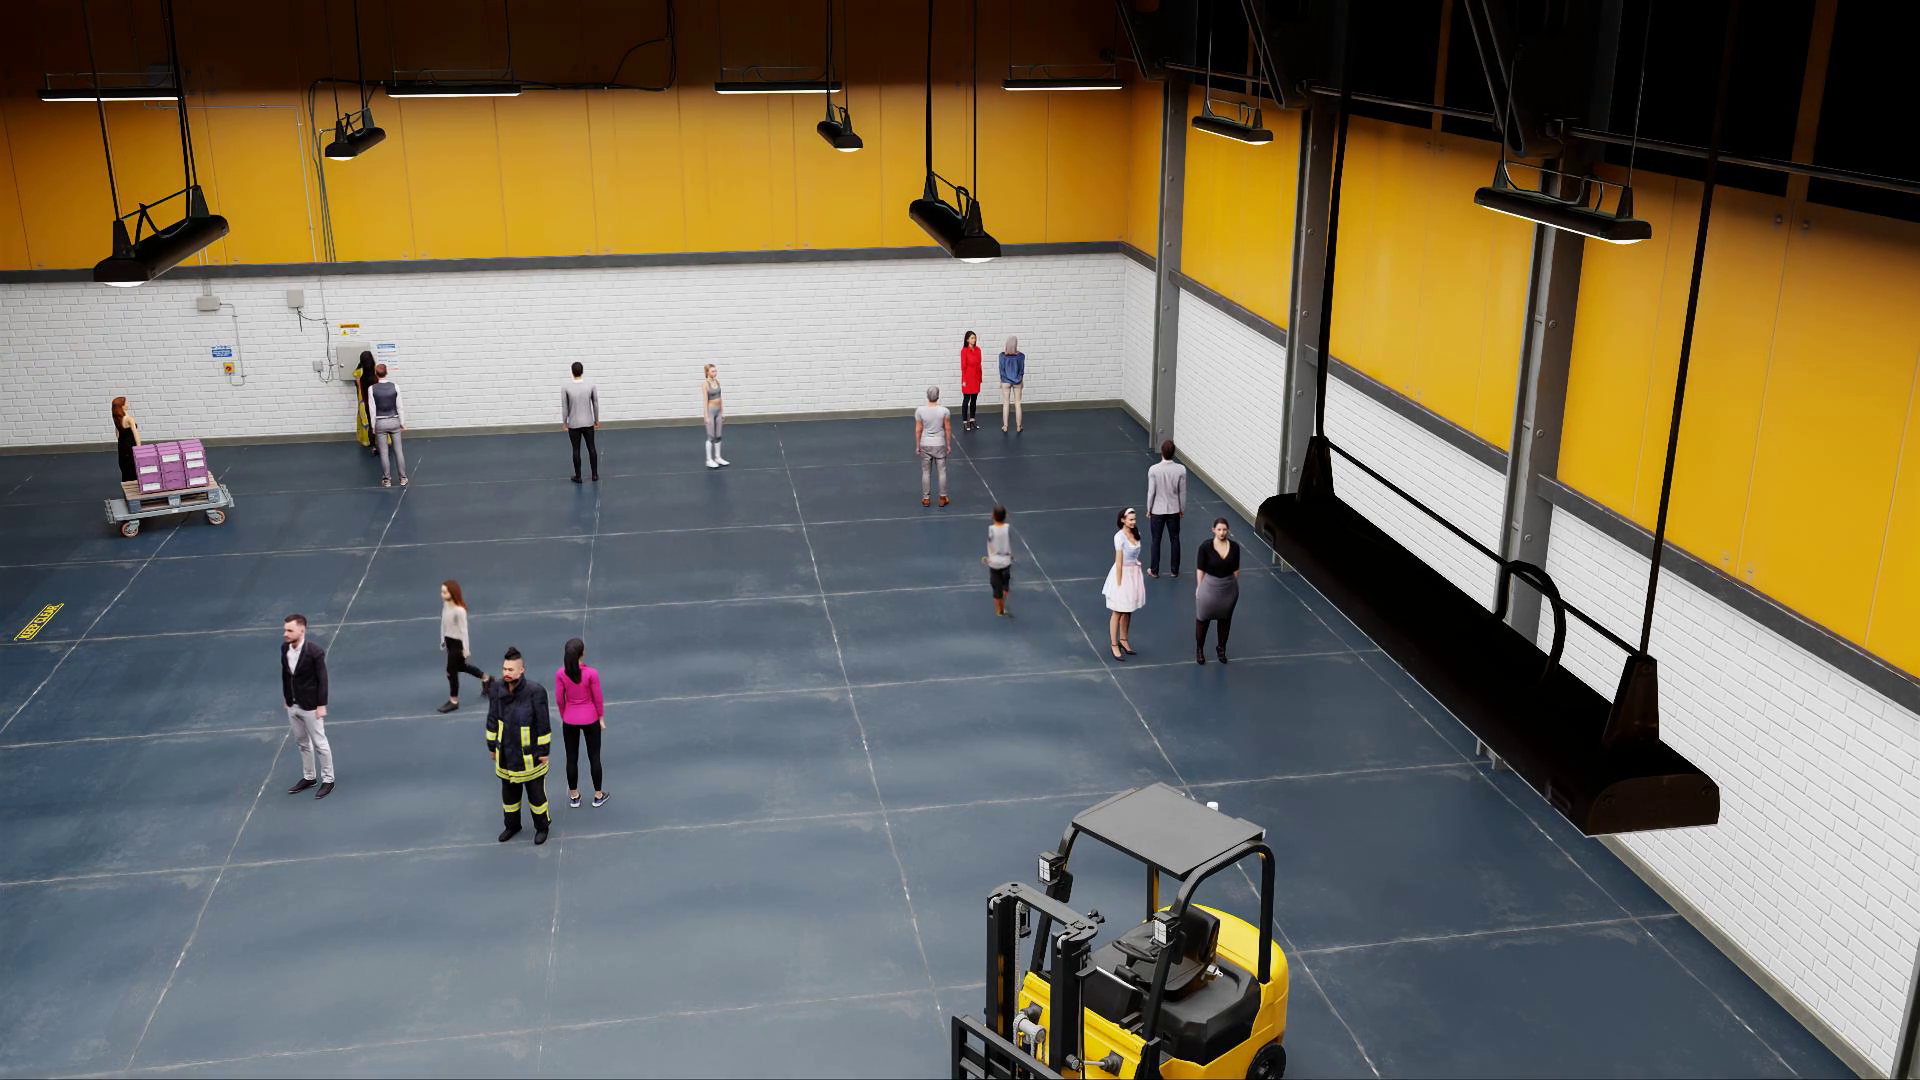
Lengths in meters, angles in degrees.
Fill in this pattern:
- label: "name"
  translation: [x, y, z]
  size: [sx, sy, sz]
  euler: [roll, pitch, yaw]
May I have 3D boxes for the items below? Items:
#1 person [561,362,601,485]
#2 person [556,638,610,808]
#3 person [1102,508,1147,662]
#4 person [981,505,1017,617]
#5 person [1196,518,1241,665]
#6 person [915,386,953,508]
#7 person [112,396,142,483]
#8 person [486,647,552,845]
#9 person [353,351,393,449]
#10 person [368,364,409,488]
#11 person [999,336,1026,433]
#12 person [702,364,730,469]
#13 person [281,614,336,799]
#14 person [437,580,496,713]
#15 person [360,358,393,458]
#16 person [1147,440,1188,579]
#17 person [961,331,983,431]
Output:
- label: "person"
  translation: [-5.935, -1.849, 26.053]
  size: [0.798, 1.923, 0.727]
  euler: [-8, 20, -23]
- label: "person"
  translation: [-3.603, 1.724, 15.796]
  size: [0.626, 1.699, 0.619]
  euler: [0, 19, 0]
- label: "person"
  translation: [1.916, 0.493, 19.264]
  size: [0.914, 1.817, 0.859]
  euler: [15, 24, 37]
- label: "person"
  translation: [0.510, 0.232, 20.621]
  size: [0.607, 1.445, 0.725]
  euler: [-4, 19, -12]
- label: "person"
  translation: [2.951, 0.574, 19.116]
  size: [0.676, 1.759, 0.639]
  euler: [-1, 19, -4]
- label: "person"
  translation: [-0.400, -1.404, 24.876]
  size: [0.747, 1.832, 0.653]
  euler: [1, 19, 4]
- label: "person"
  translation: [-12.562, -1.377, 25.121]
  size: [0.680, 1.624, 0.720]
  euler: [8, 20, 23]
- label: "person"
  translation: [-4.004, 1.858, 15.144]
  size: [0.852, 1.861, 0.826]
  euler: [3, 19, 10]
- label: "person"
  translation: [-9.916, -2.381, 28.043]
  size: [0.932, 1.661, 0.880]
  euler: [1, 19, 4]
- label: "person"
  translation: [-8.915, -1.807, 25.903]
  size: [0.712, 1.939, 0.641]
  euler: [-8, 20, -22]
- label: "person"
  translation: [0.902, -2.736, 29.042]
  size: [0.643, 1.697, 0.602]
  euler: [-1, 19, -2]
- label: "person"
  translation: [-4.007, -2.029, 26.933]
  size: [0.712, 1.702, 0.649]
  euler: [12, 22, 32]
- label: "person"
  translation: [-6.295, 1.569, 16.026]
  size: [0.740, 1.844, 0.749]
  euler: [8, 20, 21]
- label: "person"
  translation: [-5.389, 1.109, 17.990]
  size: [0.908, 1.464, 0.956]
  euler: [-16, 24, -39]
- label: "person"
  translation: [-9.683, -2.193, 27.491]
  size: [0.662, 1.657, 0.660]
  euler: [6, 19, 17]
- label: "person"
  translation: [2.710, -0.408, 21.885]
  size: [0.688, 1.852, 0.593]
  euler: [-2, 19, -5]
- label: "person"
  translation: [0.191, -2.807, 29.173]
  size: [0.731, 1.748, 0.766]
  euler: [-16, 24, -39]
